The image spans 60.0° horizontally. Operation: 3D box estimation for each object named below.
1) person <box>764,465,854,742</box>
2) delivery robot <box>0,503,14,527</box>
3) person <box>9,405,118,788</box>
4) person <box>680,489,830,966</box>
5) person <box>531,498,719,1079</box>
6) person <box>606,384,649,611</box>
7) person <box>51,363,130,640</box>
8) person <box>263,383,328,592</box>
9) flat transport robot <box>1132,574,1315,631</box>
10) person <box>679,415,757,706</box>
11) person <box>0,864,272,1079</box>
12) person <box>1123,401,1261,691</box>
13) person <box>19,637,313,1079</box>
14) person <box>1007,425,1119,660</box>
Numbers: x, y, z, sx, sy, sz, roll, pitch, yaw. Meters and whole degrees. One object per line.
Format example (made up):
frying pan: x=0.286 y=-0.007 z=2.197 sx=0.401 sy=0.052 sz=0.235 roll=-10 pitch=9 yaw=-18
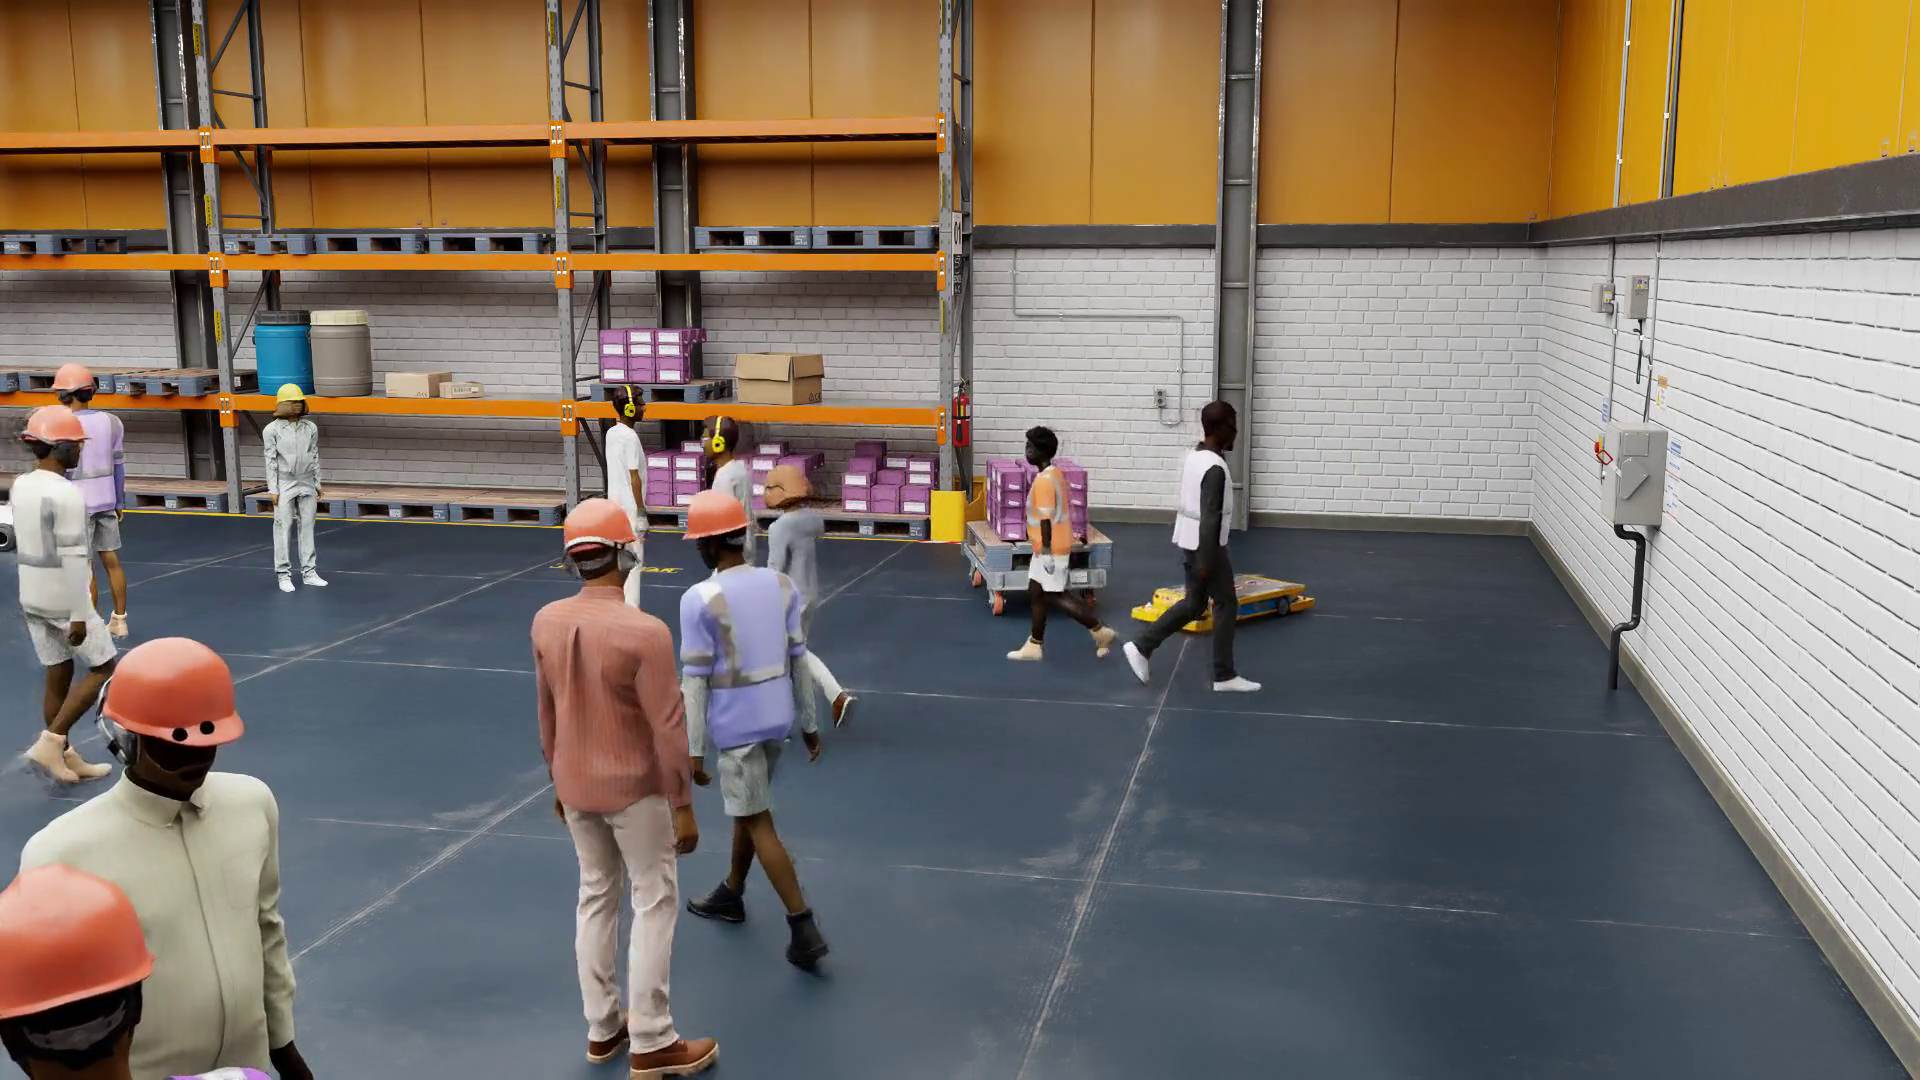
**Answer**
person: x=-0.918 y=0.376 z=9.535 sx=0.510 sy=1.616 sz=0.545 roll=4 pitch=10 yaw=23
delivery robot: x=-8.847 y=-0.227 z=15.966 sx=0.707 sy=0.478 sz=0.477 roll=1 pitch=10 yaw=3
person: x=-4.696 y=0.315 z=8.671 sx=0.605 sy=2.031 sz=0.489 roll=6 pitch=11 yaw=31
person: x=-0.806 y=0.737 z=6.650 sx=0.939 sy=1.886 sz=0.577 roll=9 pitch=13 yaw=41
person: x=-1.160 y=0.853 z=5.711 sx=0.700 sy=1.969 sz=0.371 roll=6 pitch=11 yaw=32
person: x=-2.422 y=-0.211 z=12.263 sx=0.325 sy=1.871 sz=0.524 roll=-6 pitch=11 yaw=-33
person: x=-6.290 y=-0.249 z=11.965 sx=0.365 sy=2.048 sz=0.608 roll=4 pitch=10 yaw=22
person: x=-5.598 y=-0.446 z=14.018 sx=0.285 sy=1.746 sz=0.491 roll=7 pitch=12 yaw=36
flat transport robot: x=2.068 y=0.470 z=12.954 sx=1.431 sy=0.197 sz=0.652 roll=-8 pitch=13 yaw=-40
person: x=-1.527 y=0.151 z=10.212 sx=0.897 sy=1.829 sz=0.539 roll=1 pitch=10 yaw=6
person: x=-1.230 y=1.416 z=2.452 sx=0.375 sy=1.930 sz=0.542 roll=7 pitch=12 yaw=34
person: x=1.506 y=0.058 z=10.671 sx=0.805 sy=1.872 sz=0.588 roll=-1 pitch=10 yaw=-6
person: x=-1.696 y=1.184 z=3.652 sx=0.391 sy=1.988 sz=0.611 roll=5 pitch=11 yaw=27
person: x=0.708 y=0.048 z=11.339 sx=0.727 sy=1.673 sz=0.536 roll=2 pitch=10 yaw=9
